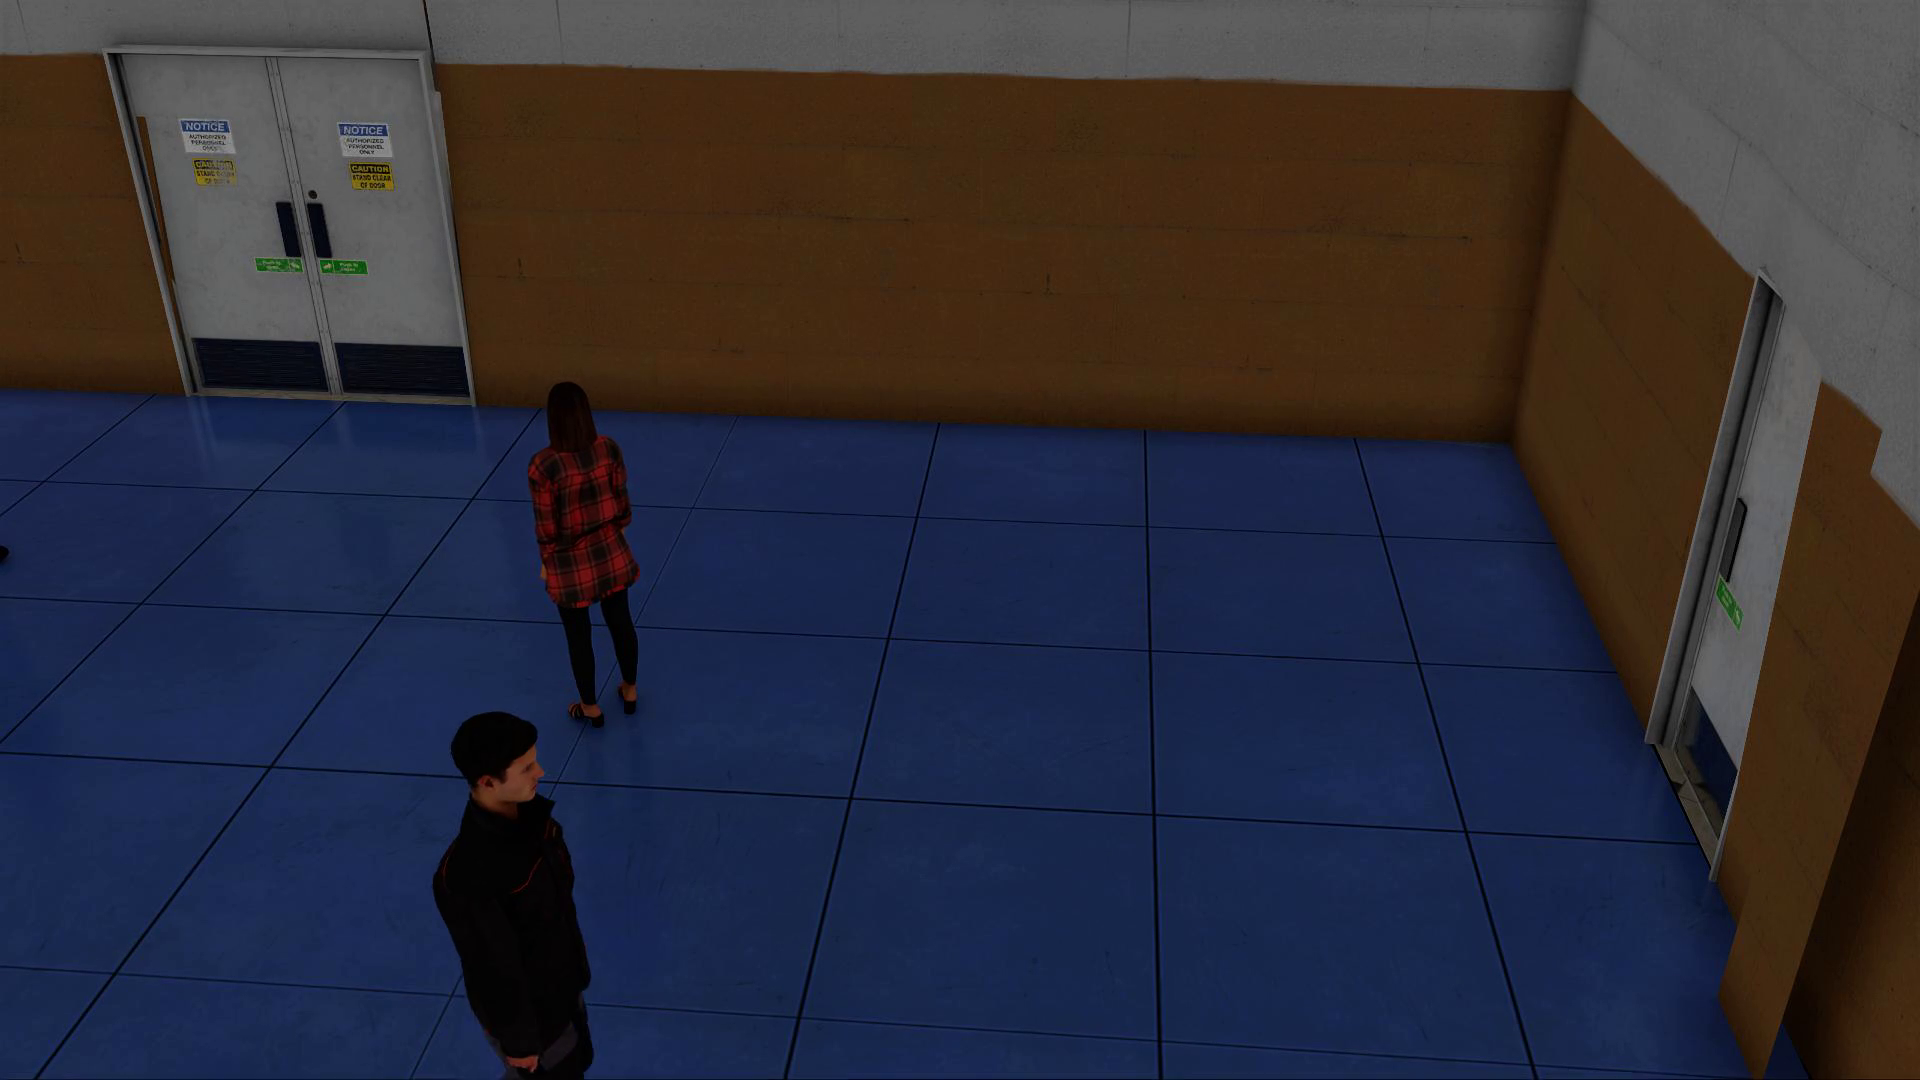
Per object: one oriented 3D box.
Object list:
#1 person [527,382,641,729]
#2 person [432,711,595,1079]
[{"bbox_3d":[-1.690,0.073,7.522,0.701,1.703,0.753,-20,35,-32],"label":"person"},{"bbox_3d":[-1.350,1.323,4.987,0.797,1.938,0.868,0,29,1],"label":"person"}]
